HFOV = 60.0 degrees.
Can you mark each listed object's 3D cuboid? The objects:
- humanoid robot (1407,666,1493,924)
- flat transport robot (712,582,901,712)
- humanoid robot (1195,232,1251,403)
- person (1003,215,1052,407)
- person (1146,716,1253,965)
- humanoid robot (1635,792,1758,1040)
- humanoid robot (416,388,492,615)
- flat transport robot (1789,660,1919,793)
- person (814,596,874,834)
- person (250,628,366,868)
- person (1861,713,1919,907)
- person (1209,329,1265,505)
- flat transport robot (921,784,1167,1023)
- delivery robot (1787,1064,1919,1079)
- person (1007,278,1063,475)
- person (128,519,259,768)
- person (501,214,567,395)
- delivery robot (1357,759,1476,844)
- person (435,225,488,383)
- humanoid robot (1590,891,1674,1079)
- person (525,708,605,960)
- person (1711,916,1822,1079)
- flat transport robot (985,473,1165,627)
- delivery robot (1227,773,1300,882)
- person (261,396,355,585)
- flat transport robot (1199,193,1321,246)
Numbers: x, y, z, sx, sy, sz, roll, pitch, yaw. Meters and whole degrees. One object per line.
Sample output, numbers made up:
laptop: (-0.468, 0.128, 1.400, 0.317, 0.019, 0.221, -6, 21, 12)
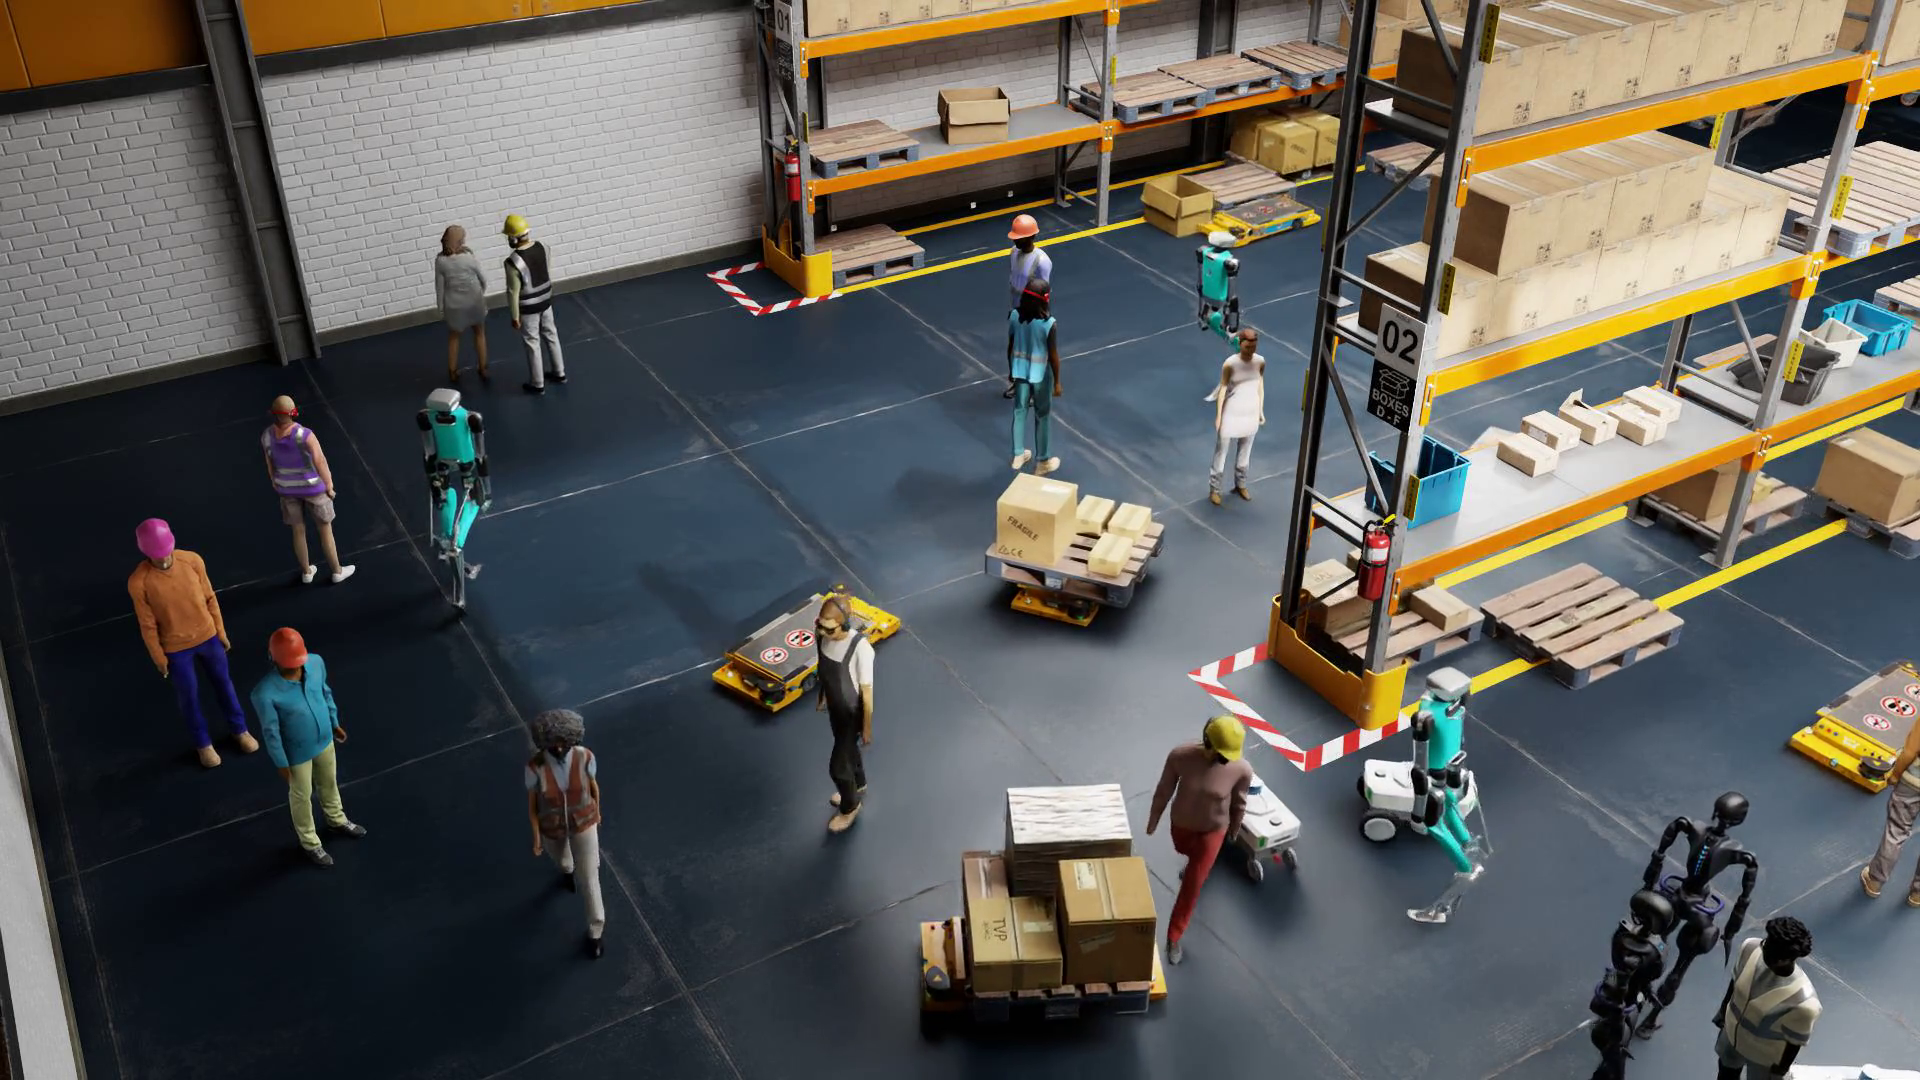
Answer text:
humanoid robot: (3.035, 1.663, 10.102, 0.743, 1.833, 0.536, 27, 41, 36)
flat transport robot: (-1.169, 0.807, 12.797, 0.659, 0.231, 1.431, 23, 39, 32)
humanoid robot: (2.714, -2.195, 16.250, 0.886, 1.827, 0.552, -20, 37, -28)
person: (0.633, -2.217, 16.062, 0.382, 1.931, 0.540, -22, 38, -31)
person: (1.469, 1.661, 10.089, 0.571, 1.702, 0.876, 12, 34, 18)
humanoid robot: (4.095, 2.106, 9.416, 0.463, 1.633, 0.609, -28, 42, -37)
humanoid robot: (-4.040, -0.233, 13.093, 0.531, 1.775, 0.967, 3, 32, 5)
flat transport robot: (6.694, 1.321, 11.977, 1.431, 0.231, 0.659, -21, 38, -29)
person: (-0.774, 1.120, 10.846, 0.639, 1.812, 0.564, -27, 41, -36)
person: (-4.162, 1.291, 10.634, 0.335, 1.744, 0.560, 15, 35, 22)
person: (6.007, 1.499, 10.273, 0.481, 1.775, 0.325, 13, 35, 20)
person: (2.436, -1.086, 14.505, 0.462, 1.656, 0.269, -8, 33, -12)
flat transport robot: (0.493, 2.515, 10.073, 1.431, 0.231, 0.659, -2, 32, -3)
delivery robot: (4.827, 3.055, 8.935, 0.783, 0.586, 0.499, 2, 32, 3)
person: (0.656, -1.461, 14.911, 0.541, 1.864, 0.372, 19, 37, 27)
person: (-5.289, 0.691, 11.387, 0.518, 1.972, 0.405, -26, 41, -35)
person: (-4.217, -2.320, 16.329, 0.404, 1.825, 0.583, 18, 36, 26)
delivery robot: (3.028, 1.714, 11.095, 0.813, 0.609, 0.499, 6, 33, 9)
person: (-4.933, -2.371, 16.571, 0.513, 1.633, 0.446, -3, 32, -4)
humanoid robot: (3.551, 2.494, 8.787, 0.392, 1.651, 0.591, 21, 38, 30)
person: (-2.397, 1.670, 10.116, 0.439, 1.649, 0.839, -8, 33, -12)
person: (4.120, 2.591, 8.615, 0.320, 1.693, 0.534, -9, 33, -14)
flat transport robot: (0.981, 0.214, 13.743, 0.659, 0.231, 1.431, 13, 34, 20)
delivery robot: (1.906, 1.804, 10.919, 0.499, 0.575, 0.759, -14, 35, -21)
person: (-5.273, -0.388, 13.360, 0.481, 1.694, 0.349, 1, 32, 2)
flat transport robot: (3.676, -3.916, 20.328, 1.431, 0.231, 0.659, -21, 38, -29)
